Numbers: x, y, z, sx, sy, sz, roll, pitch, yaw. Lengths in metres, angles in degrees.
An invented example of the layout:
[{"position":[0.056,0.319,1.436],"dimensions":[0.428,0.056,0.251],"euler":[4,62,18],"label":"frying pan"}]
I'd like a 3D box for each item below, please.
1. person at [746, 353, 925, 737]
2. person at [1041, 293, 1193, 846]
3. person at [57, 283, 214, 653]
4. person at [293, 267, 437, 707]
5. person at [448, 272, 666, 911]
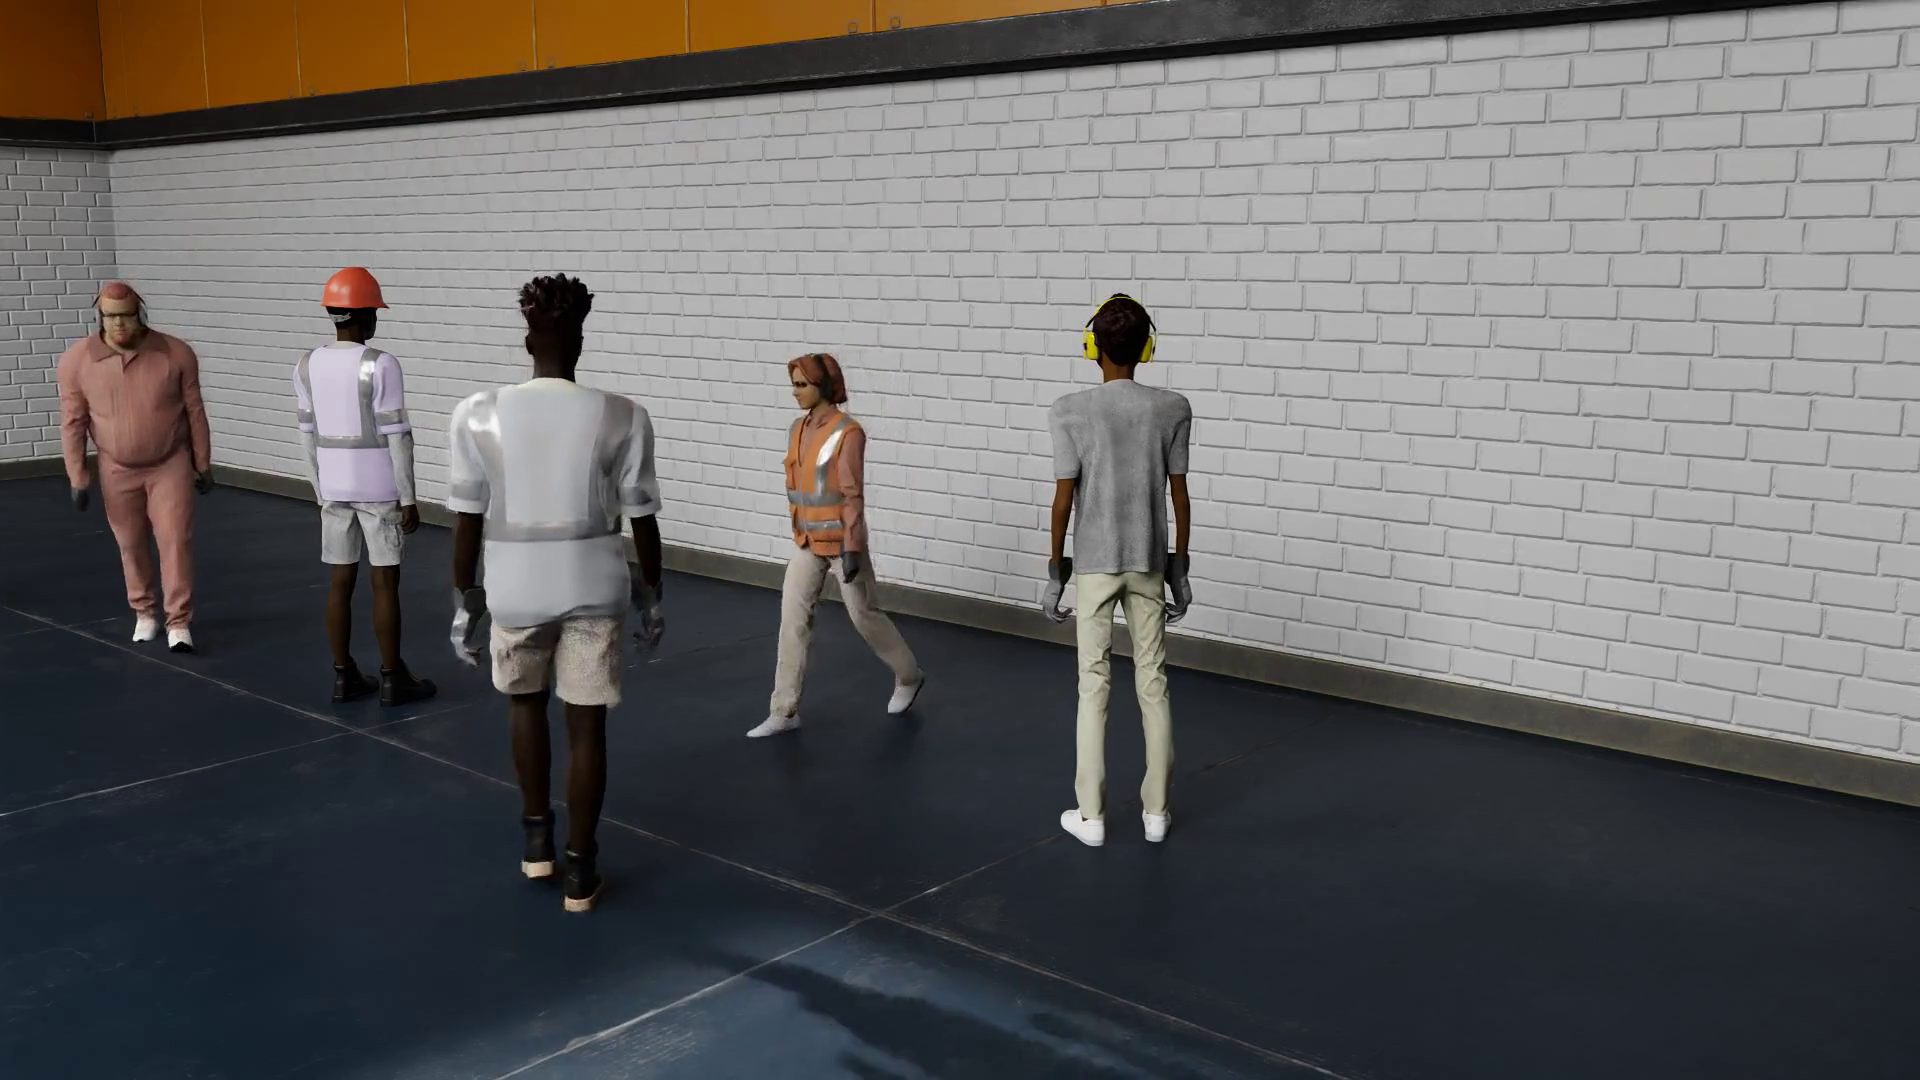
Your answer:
[{"position":[-0.501,0.008,7.034],"dimensions":[0.847,1.607,0.528],"euler":[-9,13,-40],"label":"person"},{"position":[0.534,0.109,5.644],"dimensions":[0.519,1.874,0.327],"euler":[-1,10,-7],"label":"person"},{"position":[-4.108,-0.343,8.308],"dimensions":[0.664,1.847,0.913],"euler":[-4,11,-20],"label":"person"},{"position":[-2.633,-0.225,7.354],"dimensions":[0.544,1.939,0.354],"euler":[3,10,17],"label":"person"},{"position":[-1.237,0.154,5.163],"dimensions":[0.641,1.945,0.574],"euler":[-1,10,-7],"label":"person"}]
